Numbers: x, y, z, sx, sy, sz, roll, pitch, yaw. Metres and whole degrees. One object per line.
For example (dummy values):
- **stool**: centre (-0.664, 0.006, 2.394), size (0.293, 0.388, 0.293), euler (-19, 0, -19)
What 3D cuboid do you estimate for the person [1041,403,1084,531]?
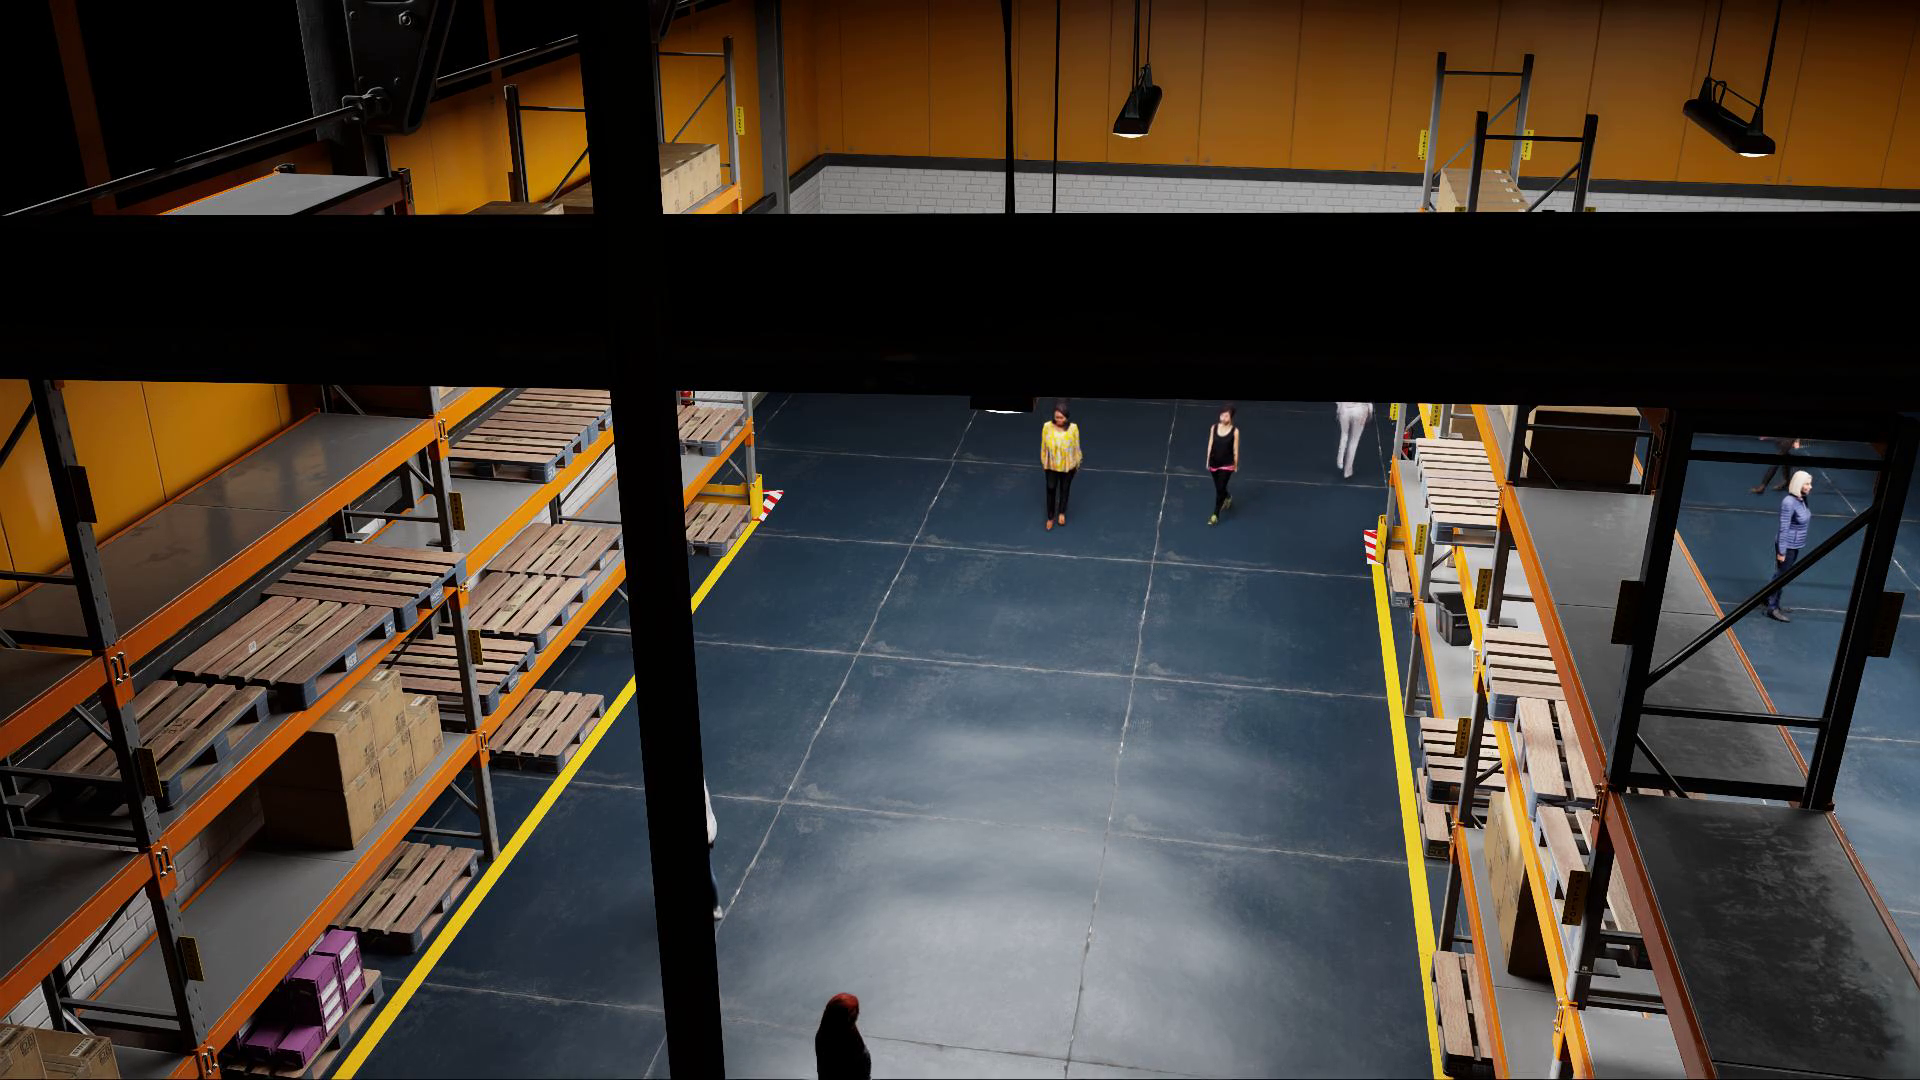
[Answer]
- **person**: centre (1.288, -0.974, 21.117), size (0.725, 1.639, 0.791), euler (1, 24, 3)

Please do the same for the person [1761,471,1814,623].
- **person**: centre (9.311, 0.023, 18.688), size (0.872, 1.759, 0.799), euler (19, 30, 36)

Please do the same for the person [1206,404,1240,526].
- **person**: centre (3.393, -1.013, 21.355), size (0.822, 1.520, 1.095), euler (15, 28, 31)

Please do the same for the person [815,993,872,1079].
- **person**: centre (-0.785, 3.632, 10.416), size (0.725, 1.771, 0.811), euler (14, 27, 28)
